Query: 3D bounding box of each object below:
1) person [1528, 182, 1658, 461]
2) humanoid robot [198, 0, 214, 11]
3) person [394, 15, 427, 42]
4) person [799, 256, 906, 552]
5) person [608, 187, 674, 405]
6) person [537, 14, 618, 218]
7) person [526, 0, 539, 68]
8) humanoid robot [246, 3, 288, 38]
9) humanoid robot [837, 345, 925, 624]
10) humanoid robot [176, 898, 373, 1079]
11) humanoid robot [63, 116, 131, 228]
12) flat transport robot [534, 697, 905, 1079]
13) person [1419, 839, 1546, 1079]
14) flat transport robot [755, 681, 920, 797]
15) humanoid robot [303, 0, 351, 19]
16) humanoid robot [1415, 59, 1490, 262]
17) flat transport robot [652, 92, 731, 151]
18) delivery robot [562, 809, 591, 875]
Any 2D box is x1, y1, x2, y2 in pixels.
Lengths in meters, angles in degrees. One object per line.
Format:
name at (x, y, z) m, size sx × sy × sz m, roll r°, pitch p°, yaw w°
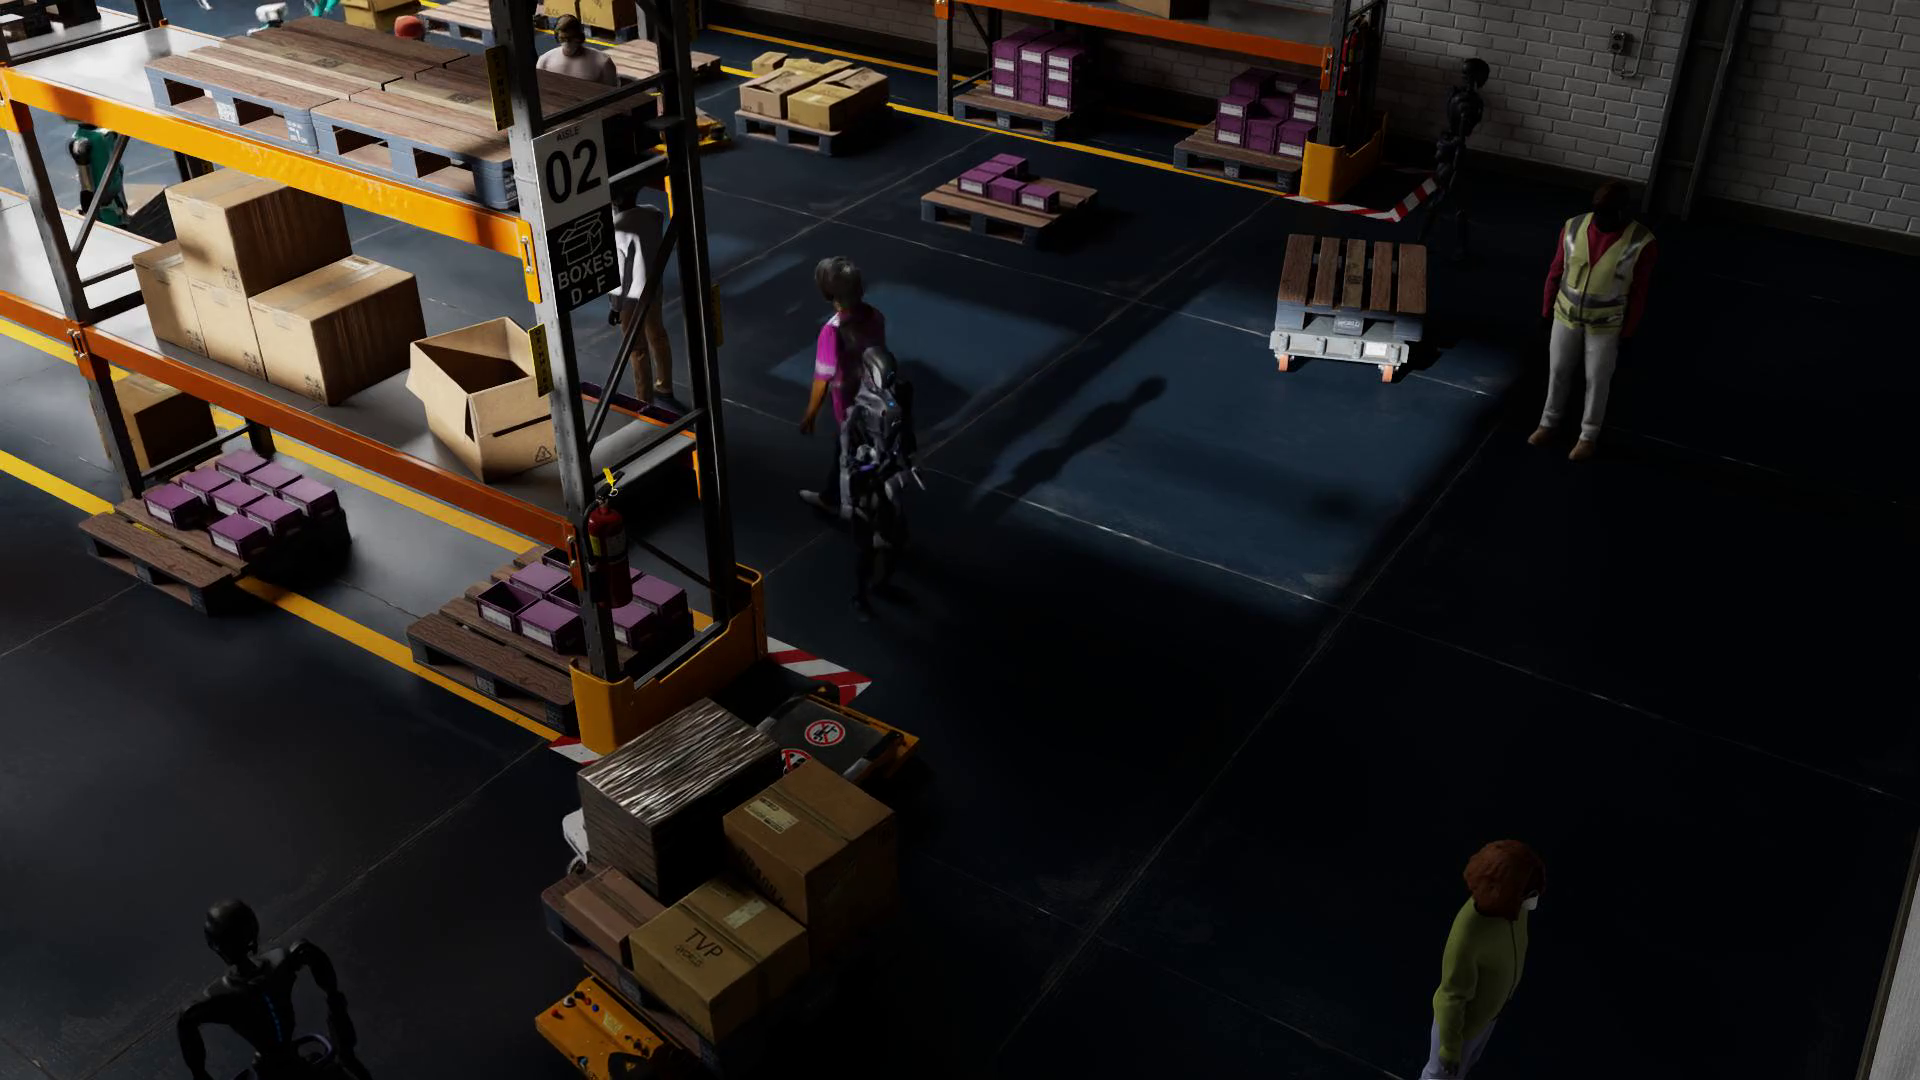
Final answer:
person at (4.001, -1.402, 10.601) m, size 0.633 × 1.831 × 0.429 m, roll 24°, pitch 40°, yaw 32°
humanoid robot at (-9.165, -7.182, 19.580) m, size 0.967 × 1.764 × 0.556 m, roll 28°, pitch 42°, yaw 36°
person at (-4.525, -3.531, 13.958) m, size 0.712 × 1.722 × 0.568 m, roll -14°, pitch 35°, yaw -20°
person at (-0.684, -0.797, 9.695) m, size 0.912 × 1.800 × 0.518 m, roll 15°, pitch 36°, yaw 21°
person at (-2.159, -1.658, 11.059) m, size 0.324 × 1.751 × 0.558 m, roll 15°, pitch 36°, yaw 22°
person at (-3.019, -3.237, 13.319) m, size 0.634 × 1.937 × 0.360 m, roll 0°, pitch 33°, yaw 0°
person at (-3.925, -4.286, 14.918) m, size 0.422 × 1.955 × 0.491 m, roll 4°, pitch 33°, yaw 6°
humanoid robot at (-5.636, -3.892, 14.531) m, size 0.571 × 1.753 × 0.974 m, roll 4°, pitch 33°, yaw 6°
humanoid robot at (-0.436, -0.332, 9.097) m, size 0.326 × 1.652 × 0.610 m, roll 25°, pitch 41°, yaw 33°
humanoid robot at (-2.313, 1.897, 5.682) m, size 0.613 × 1.624 × 0.599 m, roll 27°, pitch 42°, yaw 35°
humanoid robot at (-6.439, -2.319, 12.148) m, size 0.911 × 1.824 × 0.577 m, roll 3°, pitch 33°, yaw 4°
flat transport robot at (-1.035, 1.802, 7.104) m, size 0.659 × 0.231 × 1.431 m, roll 27°, pitch 42°, yaw 35°
person at (1.852, 1.708, 5.994) m, size 0.287 × 1.633 × 0.499 m, roll 25°, pitch 40°, yaw 33°
flat transport robot at (-0.863, 1.212, 8.010) m, size 0.659 × 0.231 × 1.431 m, roll 20°, pitch 38°, yaw 27°
humanoid robot at (-6.813, -5.900, 17.612) m, size 0.946 × 1.785 × 0.560 m, roll 24°, pitch 40°, yaw 32°
humanoid robot at (3.996, -3.026, 13.252) m, size 0.641 × 1.635 × 0.614 m, roll 7°, pitch 34°, yaw 11°
flat transport robot at (-2.860, -4.033, 16.072) m, size 0.659 × 0.231 × 1.431 m, roll -22°, pitch 39°, yaw -30°
delivery robot at (-1.410, 1.308, 7.592) m, size 0.765 × 0.585 × 0.499 m, roll -23°, pitch 39°, yaw -31°
